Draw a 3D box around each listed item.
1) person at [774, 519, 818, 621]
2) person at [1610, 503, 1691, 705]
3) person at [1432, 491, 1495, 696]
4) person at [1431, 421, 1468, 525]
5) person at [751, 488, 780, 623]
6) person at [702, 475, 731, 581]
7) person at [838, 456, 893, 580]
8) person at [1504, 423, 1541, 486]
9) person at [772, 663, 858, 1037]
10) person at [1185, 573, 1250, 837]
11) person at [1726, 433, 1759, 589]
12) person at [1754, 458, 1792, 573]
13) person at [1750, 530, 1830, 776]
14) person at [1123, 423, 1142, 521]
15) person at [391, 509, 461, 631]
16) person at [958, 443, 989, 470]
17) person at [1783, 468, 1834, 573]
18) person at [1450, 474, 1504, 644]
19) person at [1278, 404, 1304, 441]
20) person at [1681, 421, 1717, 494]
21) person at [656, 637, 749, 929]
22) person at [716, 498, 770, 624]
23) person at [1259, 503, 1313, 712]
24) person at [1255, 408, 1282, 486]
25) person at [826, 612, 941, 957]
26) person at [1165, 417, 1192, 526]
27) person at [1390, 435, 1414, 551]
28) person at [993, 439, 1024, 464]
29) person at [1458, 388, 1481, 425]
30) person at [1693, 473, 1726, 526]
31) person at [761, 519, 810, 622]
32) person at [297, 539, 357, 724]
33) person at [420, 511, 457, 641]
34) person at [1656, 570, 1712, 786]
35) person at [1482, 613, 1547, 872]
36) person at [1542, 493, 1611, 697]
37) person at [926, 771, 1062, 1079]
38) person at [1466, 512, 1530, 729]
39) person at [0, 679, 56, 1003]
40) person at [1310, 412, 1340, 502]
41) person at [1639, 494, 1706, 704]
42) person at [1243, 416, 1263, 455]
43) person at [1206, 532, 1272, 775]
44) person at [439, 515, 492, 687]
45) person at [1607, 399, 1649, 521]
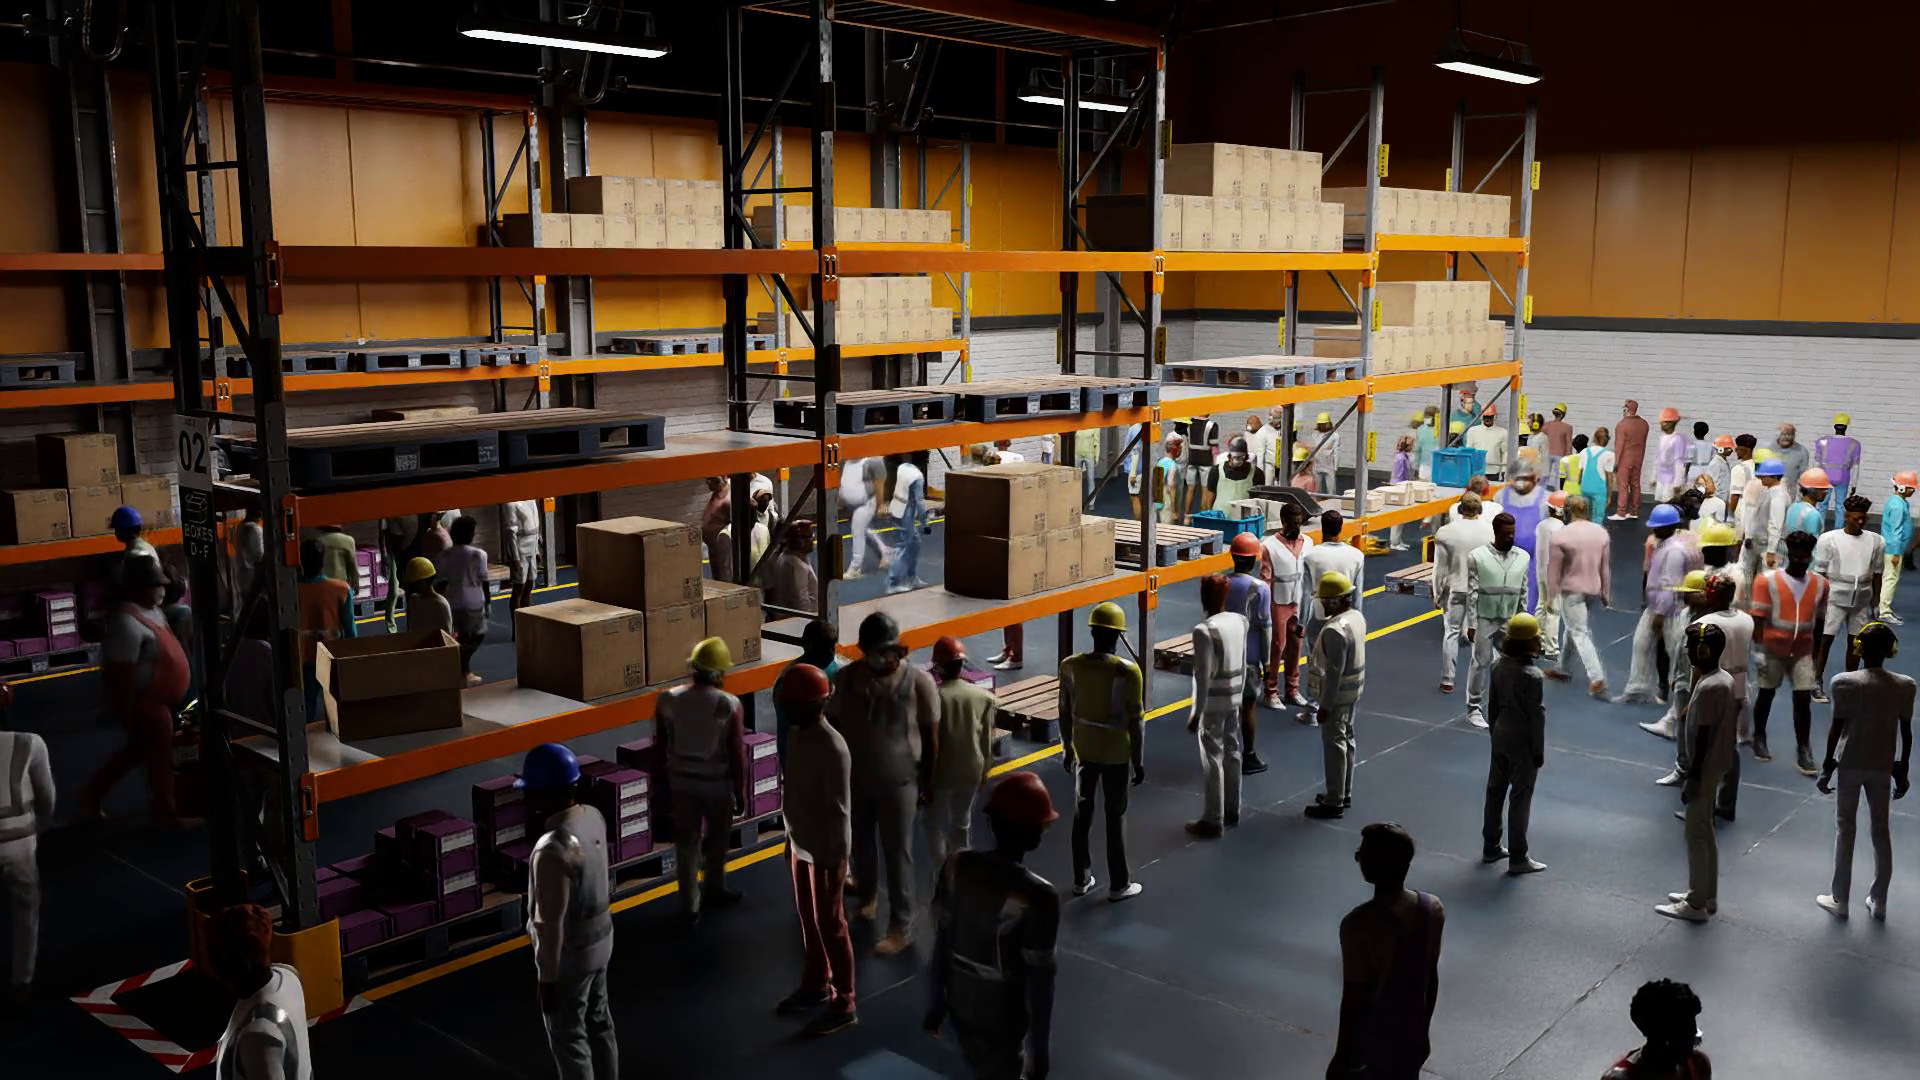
[{"bbox_3d":[-1.343,0.772,14.075,0.402,1.910,0.638,-3,10,-16],"label":"person"},{"bbox_3d":[6.477,0.611,15.063,0.913,1.908,0.597,1,10,3],"label":"person"},{"bbox_3d":[4.765,0.502,15.641,0.634,1.931,0.359,3,10,16],"label":"person"},{"bbox_3d":[6.711,-0.663,22.641,0.442,1.907,0.608,-5,11,-28],"label":"person"},{"bbox_3d":[-2.159,0.251,18.016,0.514,1.634,0.313,-7,12,-35],"label":"person"},{"bbox_3d":[-2.589,0.120,17.995,0.399,1.899,0.644,-5,11,-28],"label":"person"},{"bbox_3d":[-1.219,-0.539,21.502,0.890,2.000,0.686,-7,12,-37],"label":"person"},{"bbox_3d":[7.505,-0.612,22.326,0.591,1.913,0.394,-5,11,-28],"label":"person"},{"bbox_3d":[-0.784,1.618,8.806,0.409,1.984,0.613,-5,11,-29],"label":"person"},{"bbox_3d":[1.830,1.160,11.822,0.339,1.883,0.583,9,13,43],"label":"person"},{"bbox_3d":[9.699,-0.339,20.567,0.607,1.958,0.384,-6,11,-32],"label":"person"},{"bbox_3d":[8.877,0.065,18.223,0.422,1.939,0.620,4,10,23],"label":"person"},{"bbox_3d":[6.658,0.880,13.354,0.632,1.953,0.627,1,10,6],"label":"person"},{"bbox_3d":[2.528,-1.039,24.513,0.400,2.034,0.609,1,10,5],"label":"person"},{"bbox_3d":[-5.446,0.213,17.013,0.681,2.000,0.535,-4,10,-20],"label":"person"},{"bbox_3d":[0.182,-0.236,20.088,0.637,1.913,0.834,9,13,43],"label":"person"},{"bbox_3d":[8.361,0.305,16.452,0.385,2.045,0.605,1,10,8],"label":"person"},{"bbox_3d":[5.529,0.197,17.854,0.583,1.800,0.959,6,11,33],"label":"person"},{"bbox_3d":[5.910,-1.792,29.374,0.875,1.905,0.570,-9,13,-44],"label":"person"},{"bbox_3d":[11.025,-0.926,24.834,0.540,1.696,0.317,-2,10,-11],"label":"person"},{"bbox_3d":[-1.586,1.475,10.209,0.656,1.795,0.633,2,10,12],"label":"person"},{"bbox_3d":[-2.022,0.497,15.911,0.429,1.843,0.633,7,12,38],"label":"person"},{"bbox_3d":[2.955,0.598,15.122,0.598,1.908,0.402,-6,11,-31],"label":"person"},{"bbox_3d":[4.700,-1.034,24.907,0.652,1.897,0.399,-7,12,-34],"label":"person"},{"bbox_3d":[-0.494,1.386,10.013,0.695,2.000,0.765,3,10,17],"label":"person"},{"bbox_3d":[3.180,-0.940,24.267,0.398,1.920,0.586,5,11,27],"label":"person"},{"bbox_3d":[6.225,-0.664,23.474,0.315,1.632,0.523,3,10,17],"label":"person"},{"bbox_3d":[0.561,-0.498,21.749,0.581,1.879,0.356,1,10,5],"label":"person"},{"bbox_3d":[8.833,-1.761,28.966,0.410,1.987,0.626,-1,10,-8],"label":"person"},{"bbox_3d":[8.566,0.039,19.263,0.498,1.634,0.278,8,13,40],"label":"person"},{"bbox_3d":[-1.473,0.712,14.653,0.541,1.832,0.430,-8,12,-38],"label":"person"},{"bbox_3d":[-5.009,0.950,12.978,0.594,1.917,0.373,-3,10,-16],"label":"person"},{"bbox_3d":[-5.180,0.442,16.458,0.307,1.771,0.525,-7,12,-36],"label":"person"},{"bbox_3d":[5.596,1.088,12.680,0.309,1.741,0.493,-2,10,-15],"label":"person"},{"bbox_3d":[3.737,1.344,11.142,0.289,1.746,0.487,-4,10,-24],"label":"person"},{"bbox_3d":[5.881,0.513,15.708,0.644,1.893,0.976,-3,10,-19],"label":"person"},{"bbox_3d":[0.147,1.941,6.825,0.577,2.008,0.631,-9,13,-42],"label":"person"},{"bbox_3d":[4.681,0.695,14.545,0.582,1.911,0.391,-2,10,-10],"label":"person"},{"bbox_3d":[-5.189,1.654,8.950,0.597,1.859,0.493,-3,10,-17],"label":"person"},{"bbox_3d":[5.664,-1.123,25.909,0.482,1.735,0.311,6,11,30],"label":"person"},{"bbox_3d":[6.584,0.549,15.297,0.607,1.942,0.419,3,10,17],"label":"person"},{"bbox_3d":[4.663,-1.168,26.475,0.276,1.631,0.507,-9,13,-42],"label":"person"},{"bbox_3d":[2.236,0.894,13.254,0.551,1.935,0.375,7,12,36],"label":"person"},{"bbox_3d":[-4.710,0.609,15.717,0.556,1.677,0.550,3,10,18],"label":"person"},{"bbox_3d":[10.492,-1.254,26.166,0.639,1.910,0.407,-5,11,-26],"label":"person"}]
